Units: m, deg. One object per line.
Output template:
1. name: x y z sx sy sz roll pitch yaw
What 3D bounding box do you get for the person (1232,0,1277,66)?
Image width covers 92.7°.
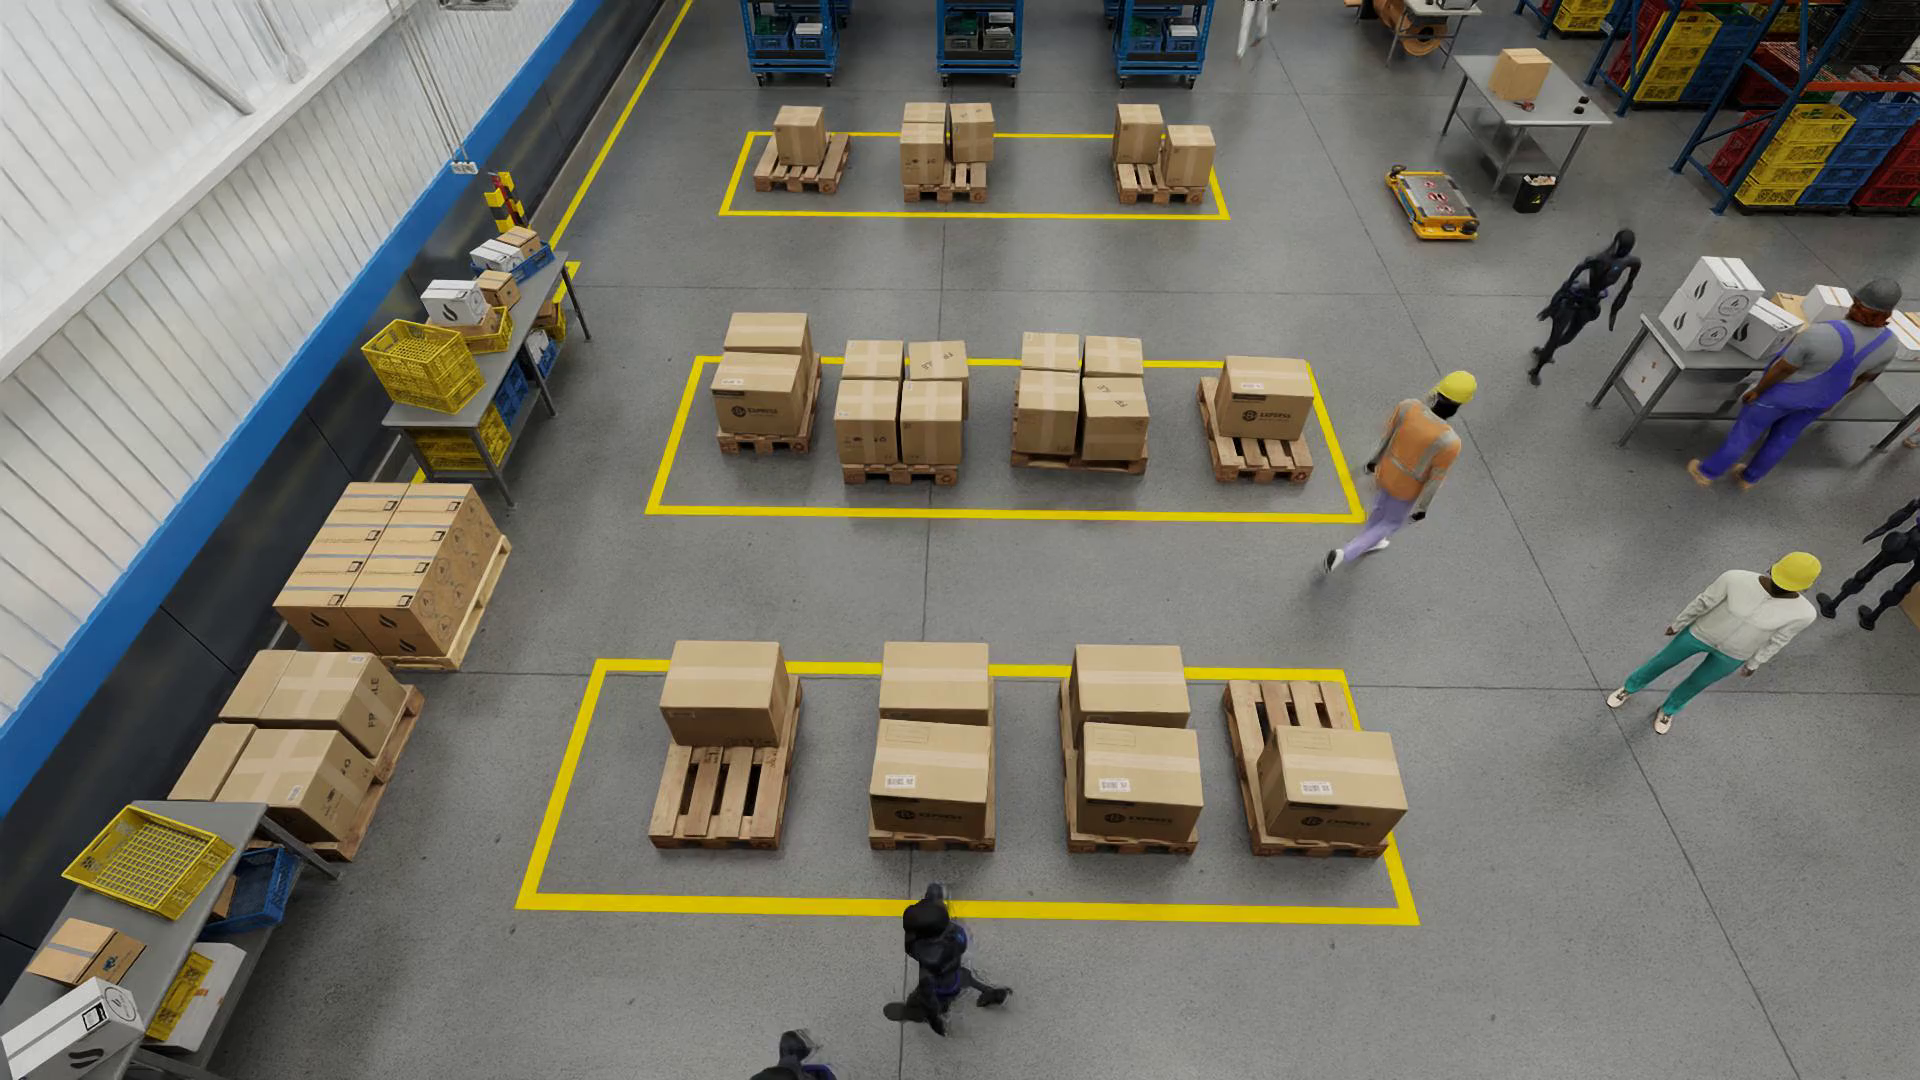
1. person: 4.475 -8.111 13.532 0.585 1.828 0.956 26 54 21

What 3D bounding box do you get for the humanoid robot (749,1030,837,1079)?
1. humanoid robot: -0.700 2.672 4.290 0.401 1.651 0.617 -2 49 -2

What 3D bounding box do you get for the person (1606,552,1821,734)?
1. person: 4.921 0.676 5.957 0.532 1.766 0.324 35 58 26

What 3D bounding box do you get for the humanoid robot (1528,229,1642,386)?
1. humanoid robot: 5.782 -2.226 8.552 0.593 1.637 0.582 1 49 1

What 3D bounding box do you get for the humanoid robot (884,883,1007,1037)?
1. humanoid robot: -0.087 2.184 4.726 0.641 1.638 0.598 7 49 6

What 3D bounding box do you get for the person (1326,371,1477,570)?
1. person: 3.240 -0.446 6.848 0.677 1.891 0.635 -15 51 -13

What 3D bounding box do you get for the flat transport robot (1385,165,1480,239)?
1. flat transport robot: 5.692 -4.094 11.059 0.652 0.197 1.431 1 49 1

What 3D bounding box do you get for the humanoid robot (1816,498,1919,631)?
1. humanoid robot: 6.962 0.013 6.587 0.579 1.651 0.307 21 52 17

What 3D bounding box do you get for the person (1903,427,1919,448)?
1. person: 8.953 -1.465 7.661 0.394 1.992 0.618 -36 58 -27

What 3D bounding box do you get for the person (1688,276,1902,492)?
1. person: 6.772 -1.239 7.435 0.686 2.000 0.536 7 50 6
